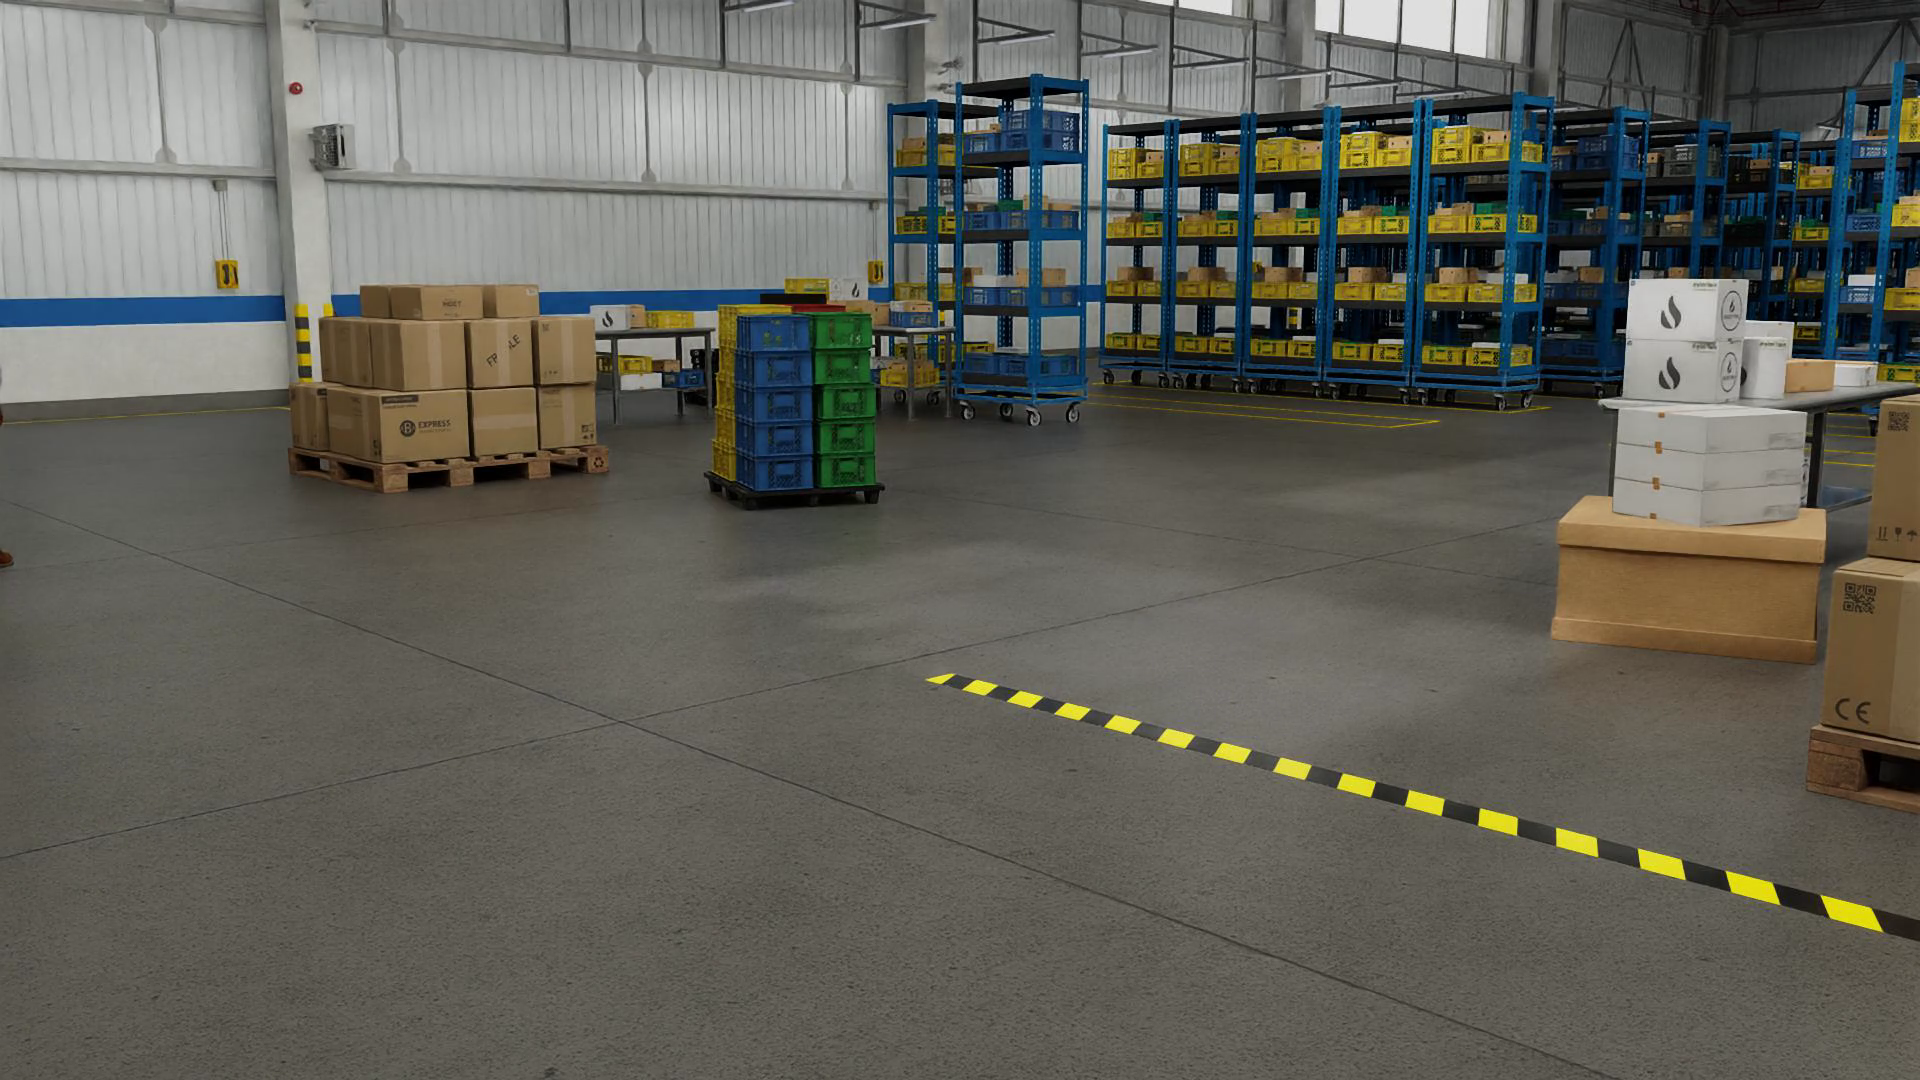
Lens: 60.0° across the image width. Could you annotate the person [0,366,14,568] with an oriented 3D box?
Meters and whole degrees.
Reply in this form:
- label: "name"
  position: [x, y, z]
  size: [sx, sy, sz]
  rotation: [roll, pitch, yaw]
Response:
- label: "person"
  position: [-5.554, -0.774, 9.079]
  size: [0.602, 1.944, 0.397]
  rotation: [-3, 10, -16]
